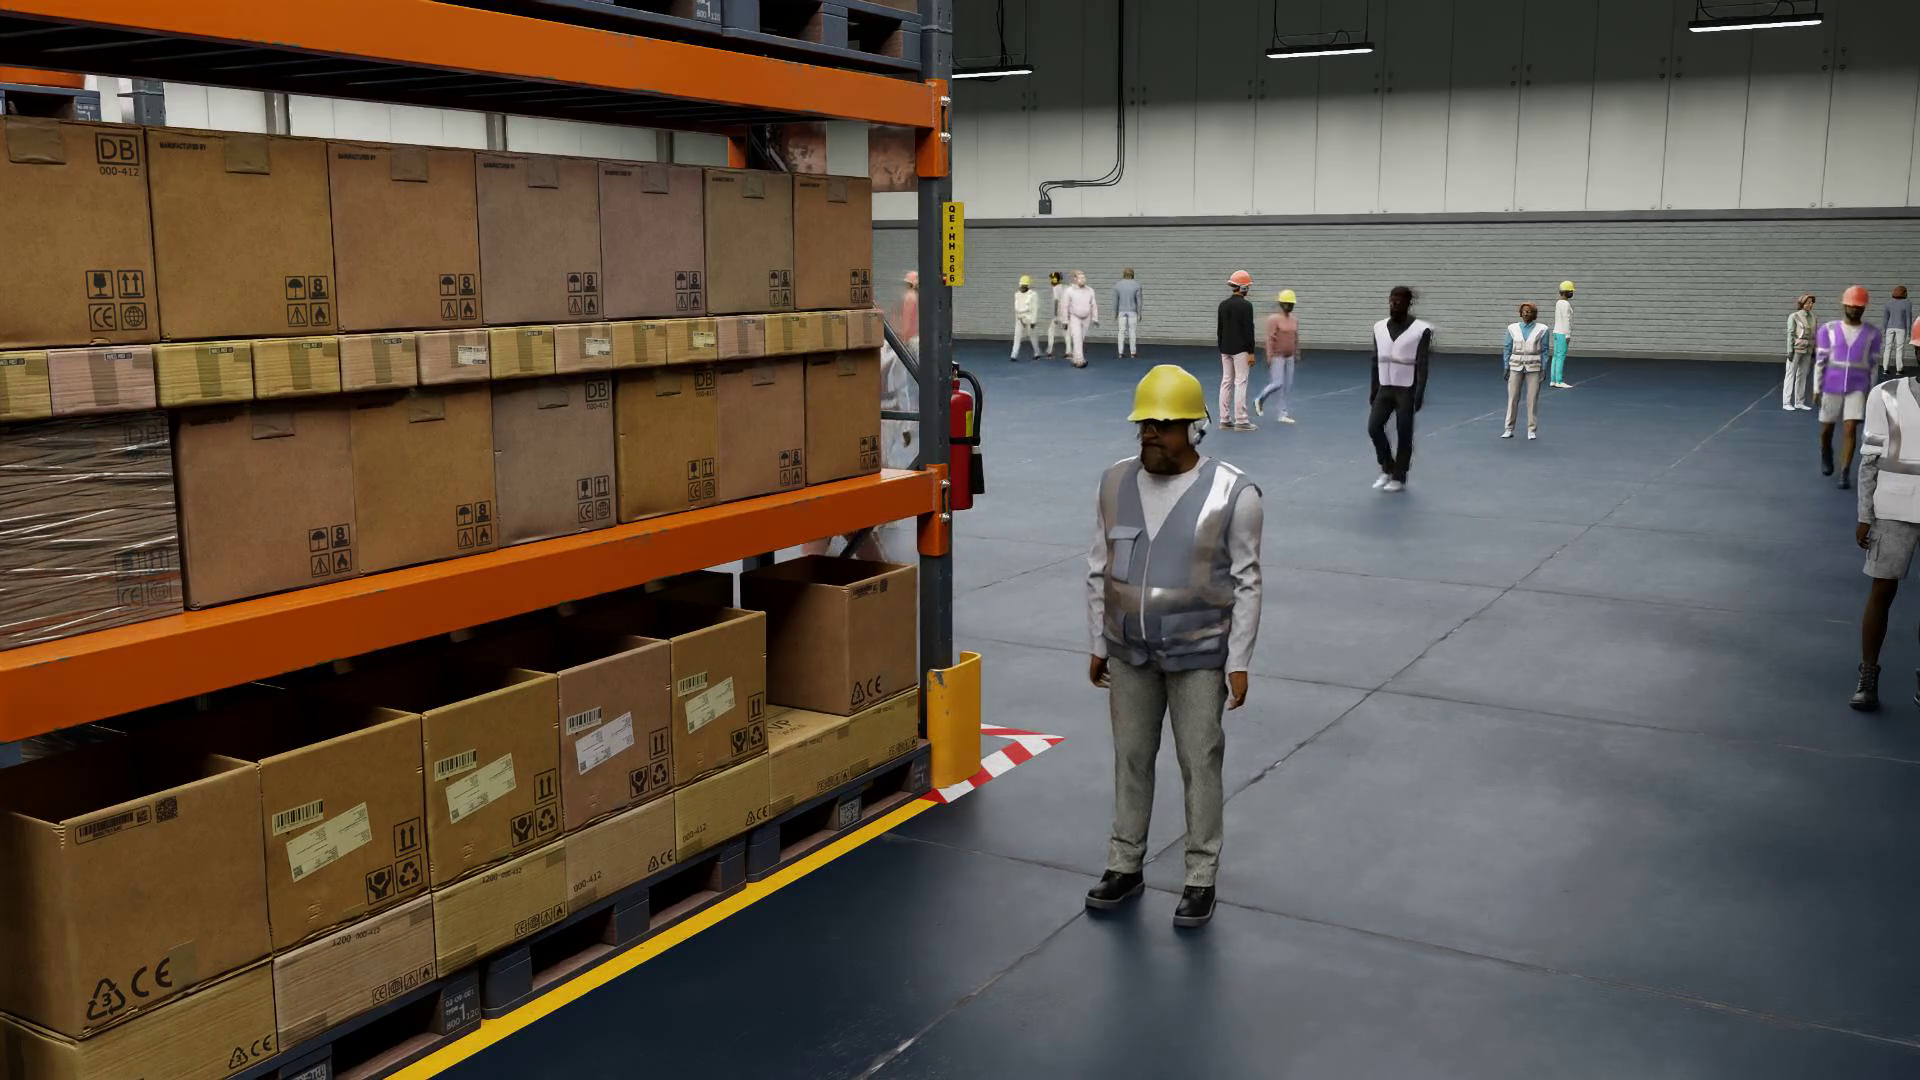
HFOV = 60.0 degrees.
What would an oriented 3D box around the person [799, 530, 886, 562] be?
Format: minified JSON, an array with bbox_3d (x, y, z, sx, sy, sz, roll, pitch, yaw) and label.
[{"bbox_3d":[-0.787,-0.449,10.049,1.024,1.857,0.653,-6,11,-31],"label":"person"}]

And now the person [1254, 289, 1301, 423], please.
[{"bbox_3d":[4.185,-2.401,21.776,0.526,1.749,0.512,-7,12,-34],"label":"person"}]

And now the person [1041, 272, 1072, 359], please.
[{"bbox_3d":[2.047,-4.769,35.361,0.837,1.825,0.556,6,12,33],"label":"person"}]

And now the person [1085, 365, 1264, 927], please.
[{"bbox_3d":[0.676,0.345,5.429,0.593,1.832,0.403,6,11,31],"label":"person"}]

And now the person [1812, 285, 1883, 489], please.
[{"bbox_3d":[8.412,-1.461,15.802,0.548,1.912,0.789,5,11,29],"label":"person"}]

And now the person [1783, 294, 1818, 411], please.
[{"bbox_3d":[11.885,-2.647,23.505,0.513,1.641,0.309,-4,10,-21],"label":"person"}]

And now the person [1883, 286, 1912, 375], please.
[{"bbox_3d":[17.267,-3.864,30.650,0.278,1.634,0.498,-7,12,-37],"label":"person"}]

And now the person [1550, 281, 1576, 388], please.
[{"bbox_3d":[10.002,-3.402,27.560,0.310,1.769,0.525,0,10,2],"label":"person"}]

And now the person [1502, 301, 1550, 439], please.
[{"bbox_3d":[6.744,-2.017,19.826,0.514,1.638,0.315,5,11,27],"label":"person"}]

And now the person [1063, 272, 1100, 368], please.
[{"bbox_3d":[2.376,-4.273,32.375,0.658,1.856,0.972,-4,11,-23],"label":"person"}]

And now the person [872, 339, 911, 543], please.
[{"bbox_3d":[-0.650,-0.912,12.771,0.594,1.861,0.826,4,10,21],"label":"person"}]

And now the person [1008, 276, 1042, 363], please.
[{"bbox_3d":[1.374,-4.545,34.246,0.610,1.786,0.946,8,12,39],"label":"person"}]

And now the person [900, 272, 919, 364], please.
[{"bbox_3d":[-0.759,-3.204,25.919,1.044,1.941,0.625,-1,10,-5],"label":"person"}]

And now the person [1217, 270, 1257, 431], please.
[{"bbox_3d":[3.471,-2.361,20.791,0.379,1.996,0.609,-6,11,-32],"label":"person"}]

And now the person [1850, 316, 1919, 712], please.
[{"bbox_3d":[4.555,-0.128,7.892,0.543,1.939,0.355,4,11,23],"label":"person"}]

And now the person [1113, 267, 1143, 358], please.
[{"bbox_3d":[3.599,-4.863,35.612,0.635,1.936,0.355,4,10,21],"label":"person"}]

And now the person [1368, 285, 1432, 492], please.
[{"bbox_3d":[4.023,-1.384,15.333,0.496,1.901,0.626,-9,14,-44],"label":"person"}]
